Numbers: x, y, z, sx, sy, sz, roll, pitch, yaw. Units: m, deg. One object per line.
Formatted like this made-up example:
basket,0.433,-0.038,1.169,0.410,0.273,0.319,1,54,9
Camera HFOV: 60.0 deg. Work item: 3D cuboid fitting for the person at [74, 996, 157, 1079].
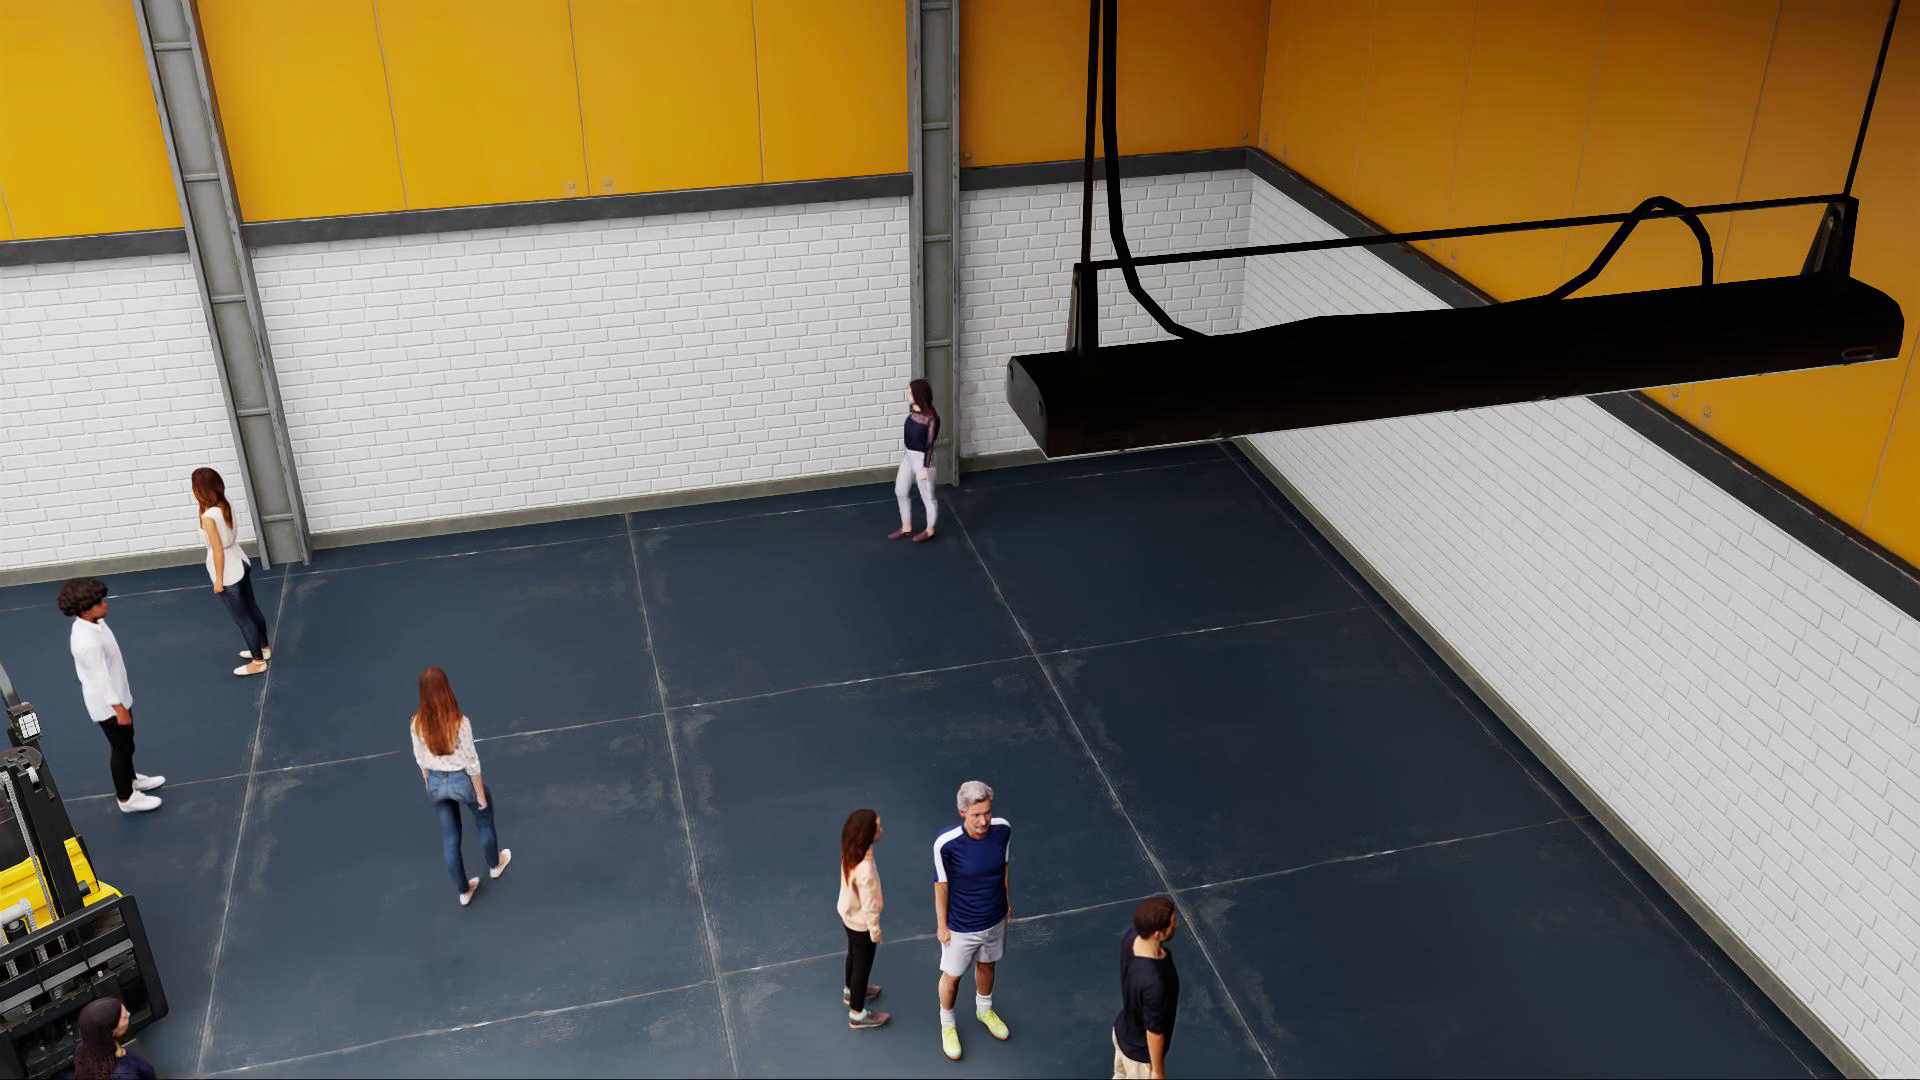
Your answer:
person,-4.058,2.961,7.988,0.932,1.741,1.026,19,34,31

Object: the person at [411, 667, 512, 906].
person,-3.220,1.600,10.507,0.801,1.719,0.808,3,29,5

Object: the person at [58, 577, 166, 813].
person,-5.856,1.057,11.411,0.618,1.806,0.667,-13,31,-22

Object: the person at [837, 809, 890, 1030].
person,-0.579,2.186,9.685,0.507,1.477,0.569,-6,29,-12

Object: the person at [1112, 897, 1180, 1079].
person,0.922,2.578,8.572,0.550,1.854,0.636,-5,29,-10

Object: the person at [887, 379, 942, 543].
person,-0.298,-0.702,14.856,0.749,1.595,0.698,-15,32,-25

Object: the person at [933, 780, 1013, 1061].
person,0.074,2.114,9.439,0.575,1.839,0.745,-15,32,-25

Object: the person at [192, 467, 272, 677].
person,-5.658,0.233,12.943,0.586,1.785,0.624,-1,29,-2
